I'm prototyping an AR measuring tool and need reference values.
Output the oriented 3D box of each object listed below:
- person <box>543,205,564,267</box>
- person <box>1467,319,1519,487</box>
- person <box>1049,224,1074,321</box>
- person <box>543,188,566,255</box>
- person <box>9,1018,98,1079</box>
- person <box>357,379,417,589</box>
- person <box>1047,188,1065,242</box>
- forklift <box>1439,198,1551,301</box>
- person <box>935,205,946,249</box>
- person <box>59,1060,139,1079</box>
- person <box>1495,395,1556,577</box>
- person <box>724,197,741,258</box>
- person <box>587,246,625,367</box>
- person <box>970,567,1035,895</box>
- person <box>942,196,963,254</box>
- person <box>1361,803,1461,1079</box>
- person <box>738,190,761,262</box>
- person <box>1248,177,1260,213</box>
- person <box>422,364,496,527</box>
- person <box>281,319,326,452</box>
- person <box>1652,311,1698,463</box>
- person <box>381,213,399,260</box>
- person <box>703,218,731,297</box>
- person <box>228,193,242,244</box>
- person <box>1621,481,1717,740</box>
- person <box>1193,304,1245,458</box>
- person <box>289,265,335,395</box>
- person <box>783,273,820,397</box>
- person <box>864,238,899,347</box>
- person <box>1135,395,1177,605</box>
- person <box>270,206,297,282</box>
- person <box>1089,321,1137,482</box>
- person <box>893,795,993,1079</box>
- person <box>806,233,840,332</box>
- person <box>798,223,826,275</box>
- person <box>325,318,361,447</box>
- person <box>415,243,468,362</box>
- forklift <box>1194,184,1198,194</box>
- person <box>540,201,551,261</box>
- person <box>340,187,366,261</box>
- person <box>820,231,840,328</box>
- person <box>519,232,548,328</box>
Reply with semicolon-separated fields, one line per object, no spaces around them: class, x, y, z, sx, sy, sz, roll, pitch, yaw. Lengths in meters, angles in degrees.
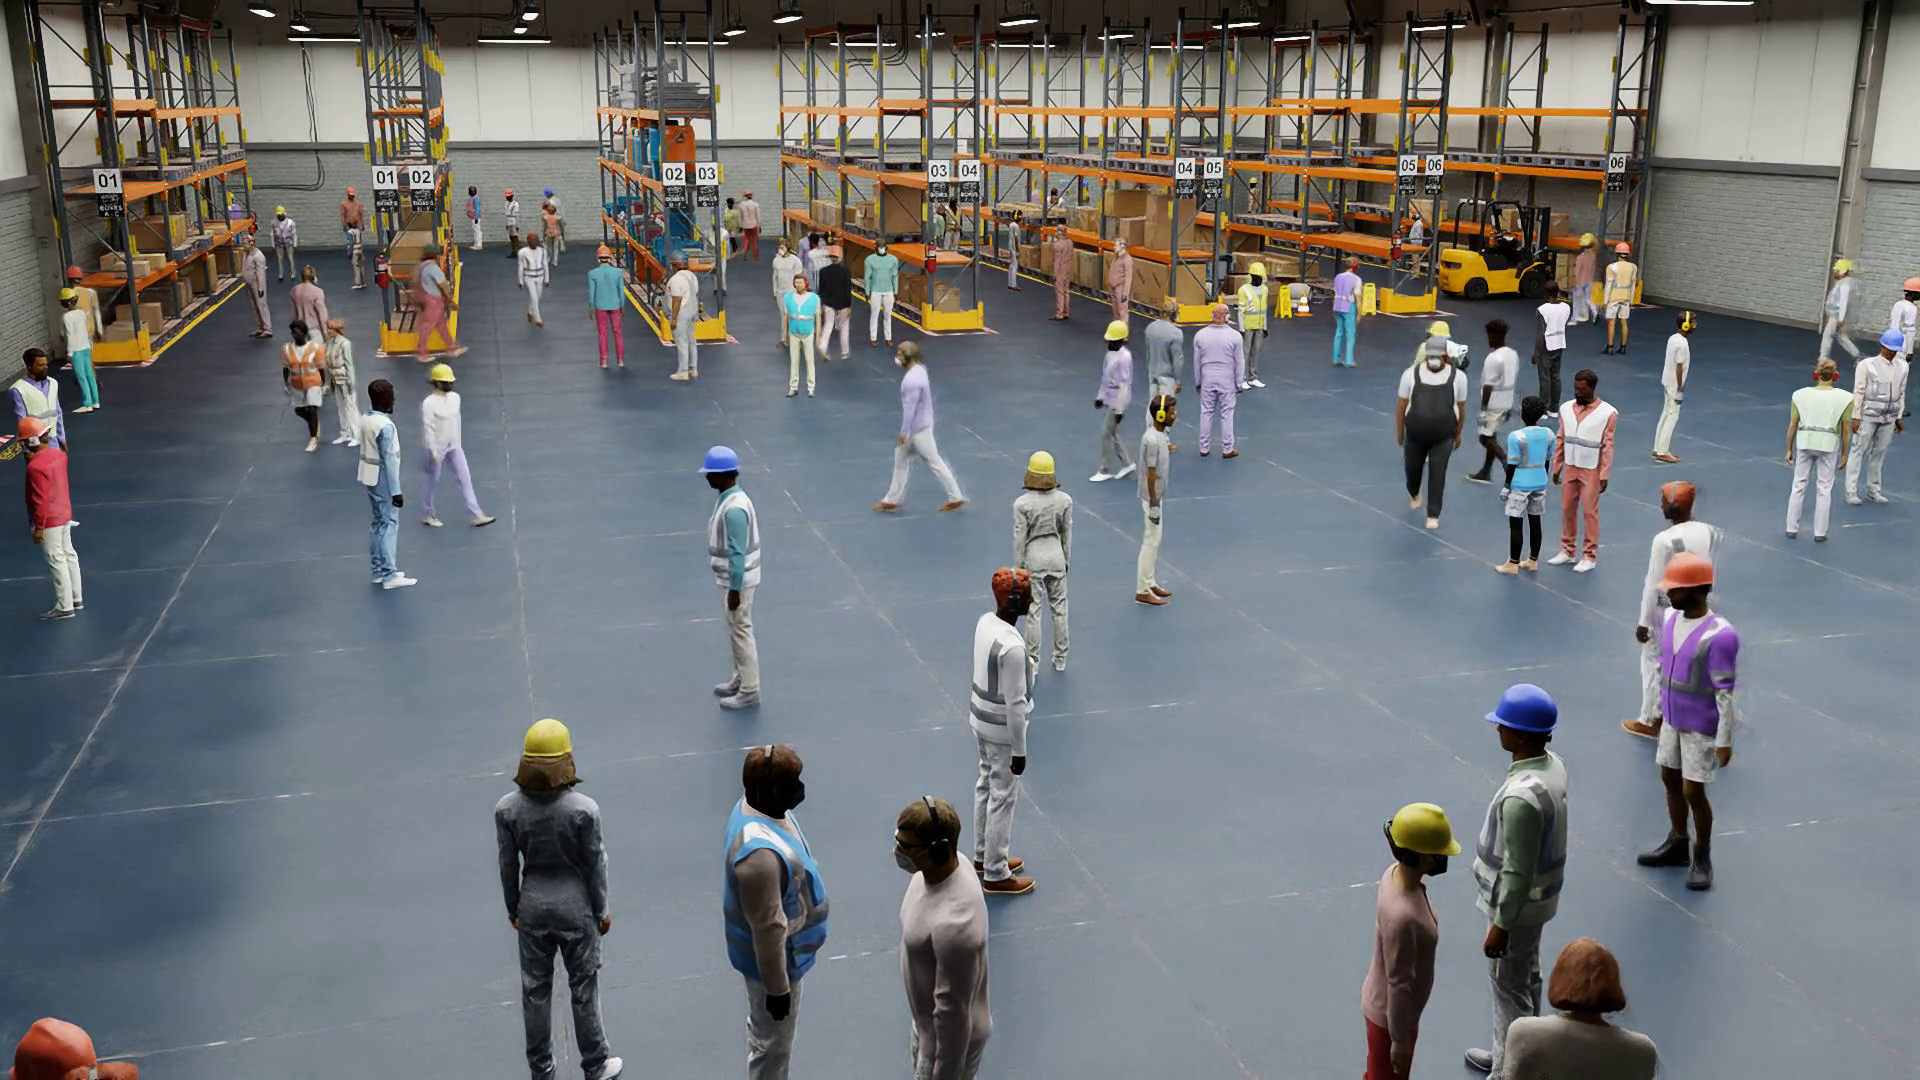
person;-10.800;-8.085;44.225;0.544;1.589;0.872;-2;15;-6
person;6.132;-1.548;18.937;0.656;1.950;0.659;-14;20;-43
person;2.010;-5.365;33.374;0.407;1.913;0.641;8;17;28
person;-11.603;-9.053;47.306;0.848;1.882;0.634;5;16;18
person;-2.628;2.246;5.034;0.325;1.752;0.559;7;16;24
person;-5.253;-0.508;15.114;0.391;1.911;0.582;-10;18;-34
person;2.716;-9.273;48.222;0.620;1.840;0.430;0;15;1
forklift;11.913;-6.508;37.130;2.313;2.155;1.214;-4;15;-15
person;-0.508;-8.021;43.923;0.287;1.627;0.497;-3;15;-10
person;-2.273;2.294;4.626;0.422;1.882;0.588;-9;17;-31
person;5.265;-0.501;15.483;0.536;1.696;0.318;-7;16;-25
person;-6.314;-8.721;46.409;0.557;1.685;0.486;11;18;34
person;-5.849;-3.860;27.549;0.610;1.996;0.386;-7;16;-23
person;0.239;1.059;9.277;0.351;1.878;0.568;-5;16;-17
person;-0.200;-8.199;44.186;0.620;1.838;0.430;-8;17;-27
person;1.737;1.848;6.512;0.327;1.767;0.533;4;15;14
person;-5.724;-8.512;45.148;0.612;1.953;0.526;5;16;18
person;9.276;-10.496;52.650;0.365;1.928;0.586;9;17;29
person;-5.257;-0.947;17.113;0.891;1.719;0.553;8;17;29
person;-8.274;-1.984;21.099;0.536;1.677;0.633;0;15;-1
person;8.754;-1.875;20.348;0.318;1.862;0.519;2;15;8
person;-15.059;-8.281;44.233;0.749;1.959;0.611;-1;15;-2
person;-5.469;-6.379;37.436;0.600;1.779;0.902;-1;15;-5
person;-19.432;-8.324;44.473;0.364;1.930;0.588;3;15;13
person;4.924;0.516;11.356;0.584;1.863;0.606;-9;17;-29
person;3.210;-1.964;20.588;0.643;1.908;0.411;7;16;24
person;-9.734;-3.146;24.971;0.633;1.938;0.356;6;16;23
person;-2.351;-3.056;24.804;0.563;1.848;0.389;2;15;7
person;-1.405;-4.436;29.825;0.635;1.937;0.353;-4;15;-14
person;1.726;-0.357;14.636;0.326;1.860;0.514;3;15;12
person;-16.366;-7.155;40.262;0.599;1.830;0.403;-3;15;-13
person;1.789;-1.606;19.255;0.576;1.893;0.692;-3;15;-10
person;-0.068;1.848;6.199;0.375;1.933;0.625;-2;15;-6
person;-2.642;-4.866;31.541;0.641;1.896;0.593;7;17;26
person;-2.977;-5.459;33.705;0.640;1.924;0.480;4;15;14
person;-7.914;-2.017;21.324;0.317;1.633;0.544;-14;21;-43
person;-8.887;-4.059;28.210;0.980;2.000;0.697;-10;18;-32
forklift;7.392;-11.333;53.972;1.873;2.768;1.129;-4;15;-15
person;-11.329;-8.463;45.576;0.318;1.630;0.513;-2;15;-7
person;-16.657;-8.666;45.657;0.614;1.987;0.407;-11;18;-36
person;-2.544;-5.067;32.344;0.519;1.865;0.335;14;21;43
person;-8.369;-5.105;32.537;0.589;1.853;0.878;-11;18;-35
